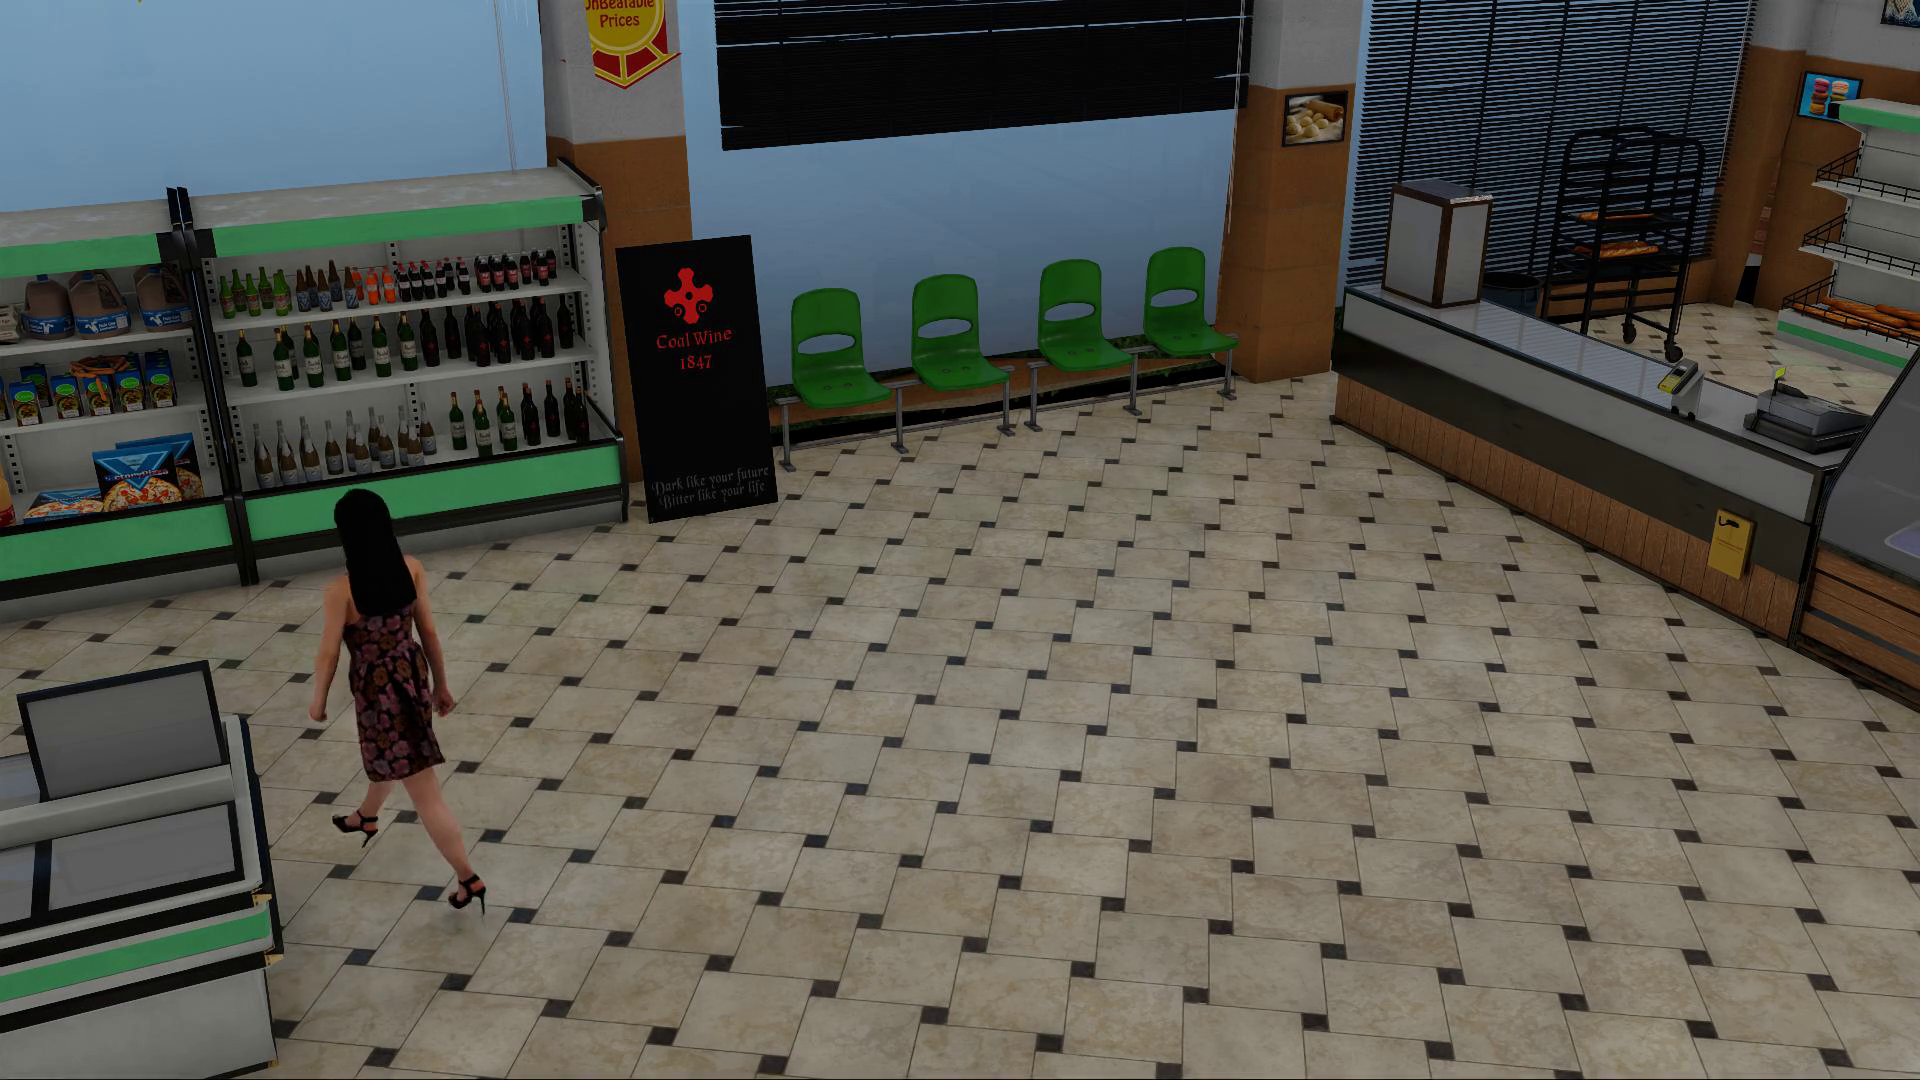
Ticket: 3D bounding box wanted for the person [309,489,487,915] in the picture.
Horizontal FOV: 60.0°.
[{"bbox_3d":[-2.123,0.691,6.405,1.108,1.716,1.178,14,27,29],"label":"person"}]
